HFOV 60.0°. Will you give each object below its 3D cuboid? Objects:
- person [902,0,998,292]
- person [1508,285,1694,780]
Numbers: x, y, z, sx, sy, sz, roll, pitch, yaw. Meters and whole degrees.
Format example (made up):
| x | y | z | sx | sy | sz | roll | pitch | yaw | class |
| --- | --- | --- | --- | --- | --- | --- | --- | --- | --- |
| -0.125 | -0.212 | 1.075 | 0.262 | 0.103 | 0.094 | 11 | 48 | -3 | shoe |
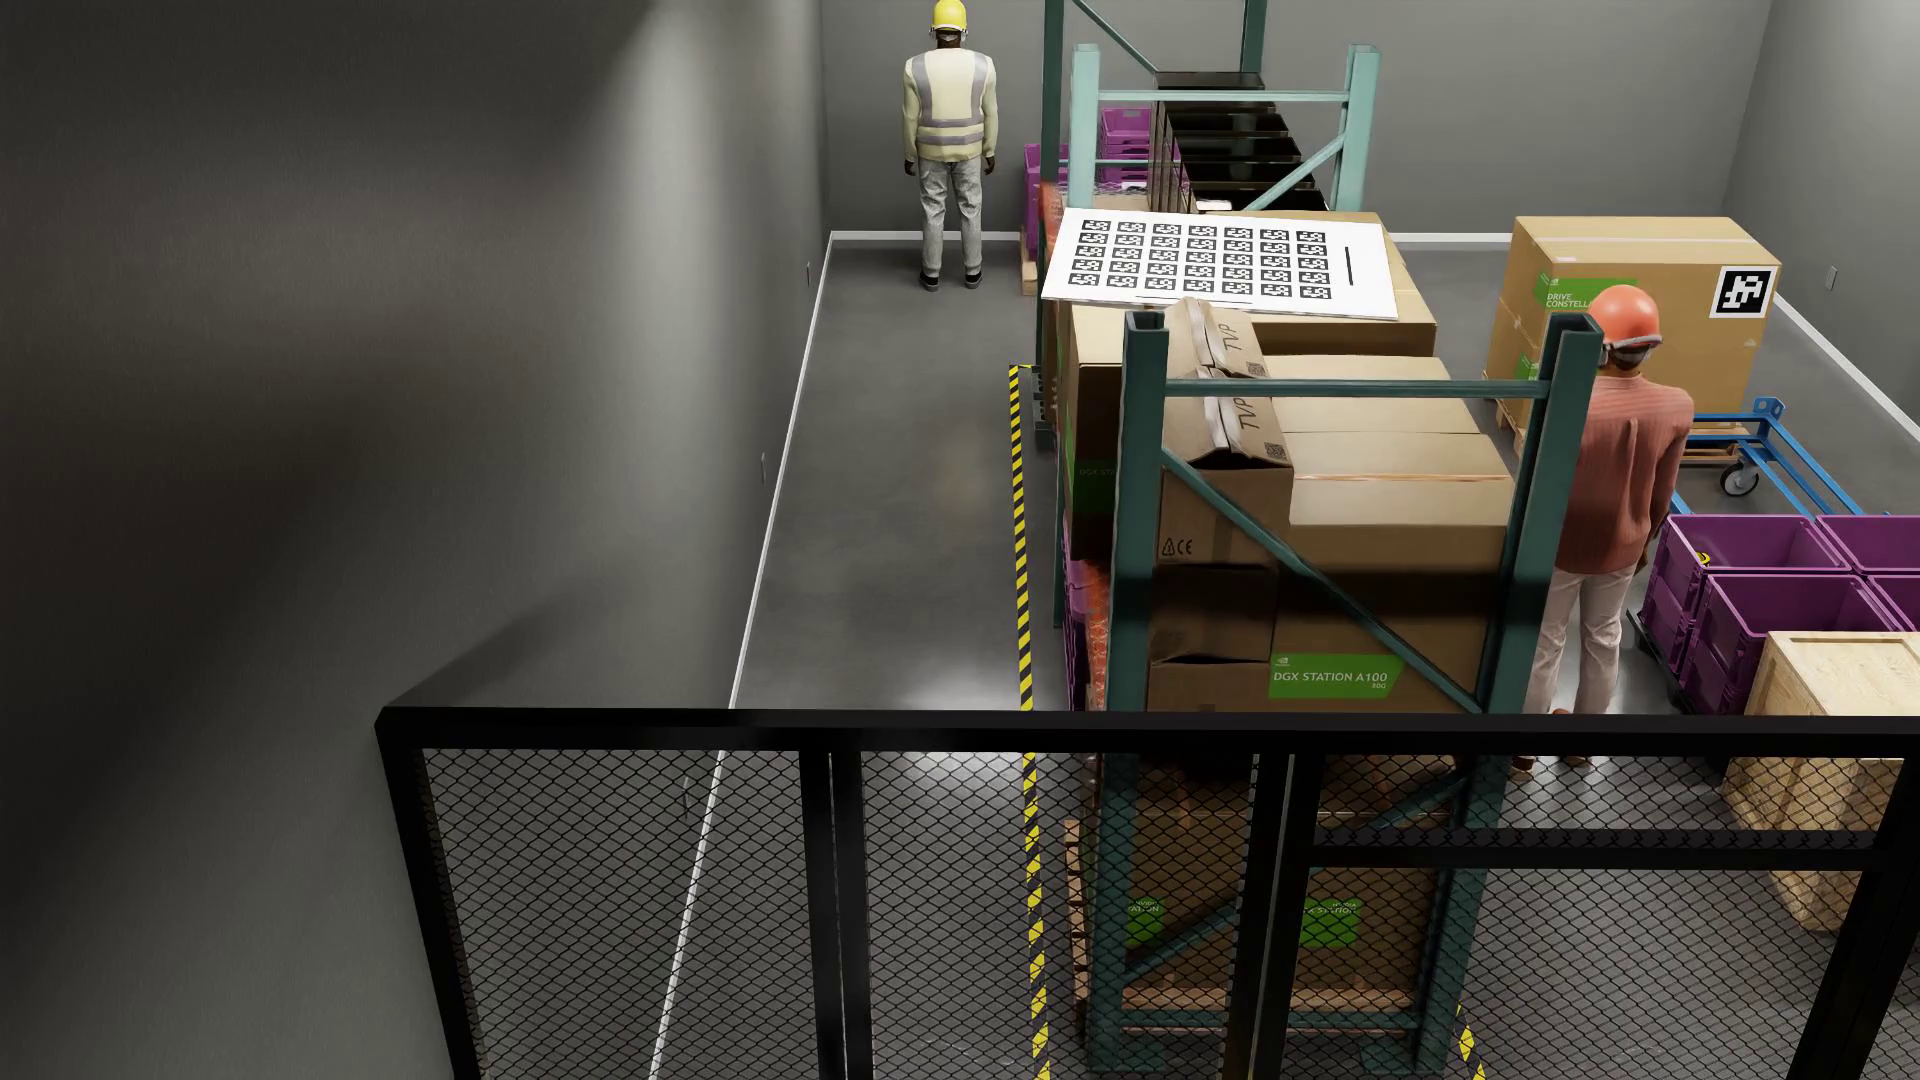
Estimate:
| x | y | z | sx | sy | sz | roll | pitch | yaw | class |
| --- | --- | --- | --- | --- | --- | --- | --- | --- | --- |
| -0.065 | -2.456 | 10.395 | 0.600 | 1.831 | 0.404 | -4 | 31 | -6 | person |
| 2.298 | 0.006 | 6.153 | 0.611 | 1.994 | 0.385 | -7 | 32 | -11 | person |
